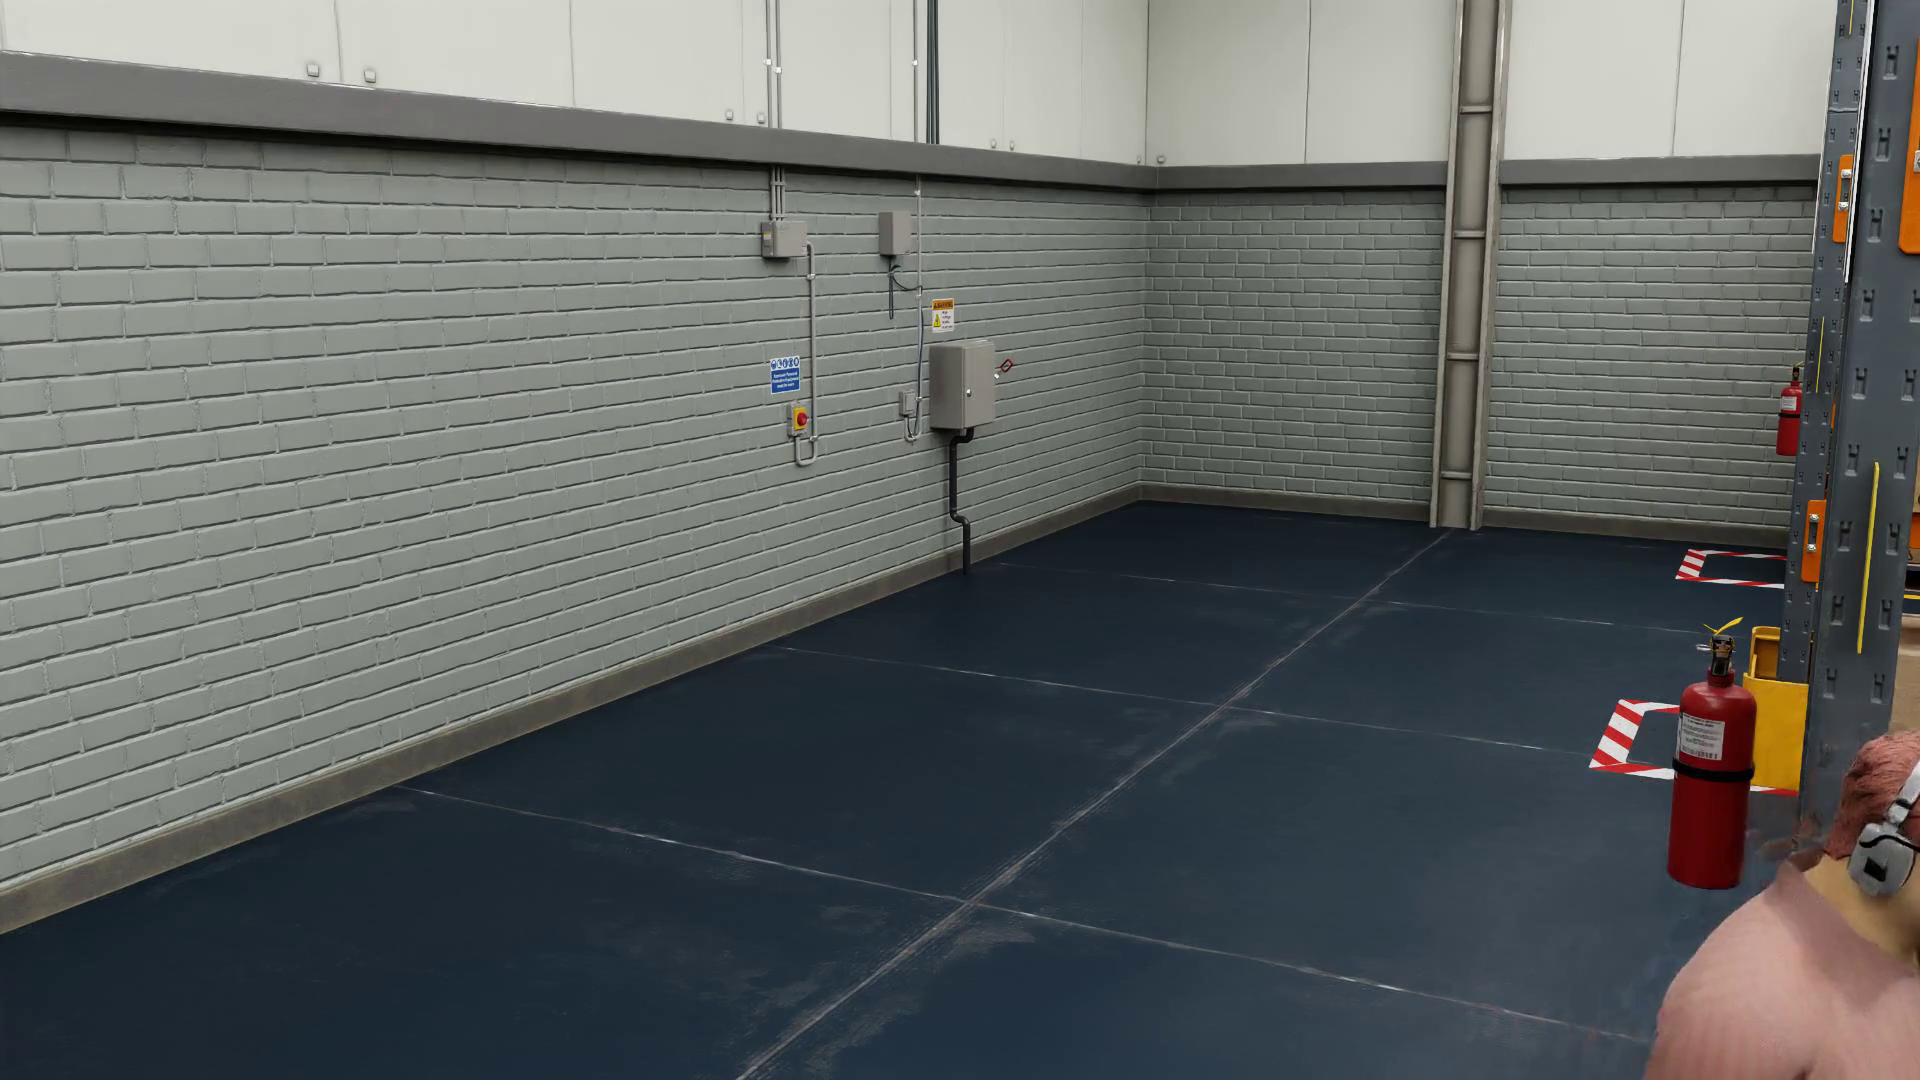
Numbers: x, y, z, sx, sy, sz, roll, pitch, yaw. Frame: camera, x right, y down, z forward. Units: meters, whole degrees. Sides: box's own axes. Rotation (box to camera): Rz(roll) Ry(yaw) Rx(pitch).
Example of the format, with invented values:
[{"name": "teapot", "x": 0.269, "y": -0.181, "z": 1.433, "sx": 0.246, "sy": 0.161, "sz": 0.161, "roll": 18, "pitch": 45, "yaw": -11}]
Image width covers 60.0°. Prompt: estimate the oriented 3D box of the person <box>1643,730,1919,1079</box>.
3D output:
[{"name": "person", "x": 1.213, "y": 1.164, "z": 2.454, "sx": 0.716, "sy": 1.850, "sz": 0.963, "roll": -9, "pitch": 13, "yaw": -39}]
